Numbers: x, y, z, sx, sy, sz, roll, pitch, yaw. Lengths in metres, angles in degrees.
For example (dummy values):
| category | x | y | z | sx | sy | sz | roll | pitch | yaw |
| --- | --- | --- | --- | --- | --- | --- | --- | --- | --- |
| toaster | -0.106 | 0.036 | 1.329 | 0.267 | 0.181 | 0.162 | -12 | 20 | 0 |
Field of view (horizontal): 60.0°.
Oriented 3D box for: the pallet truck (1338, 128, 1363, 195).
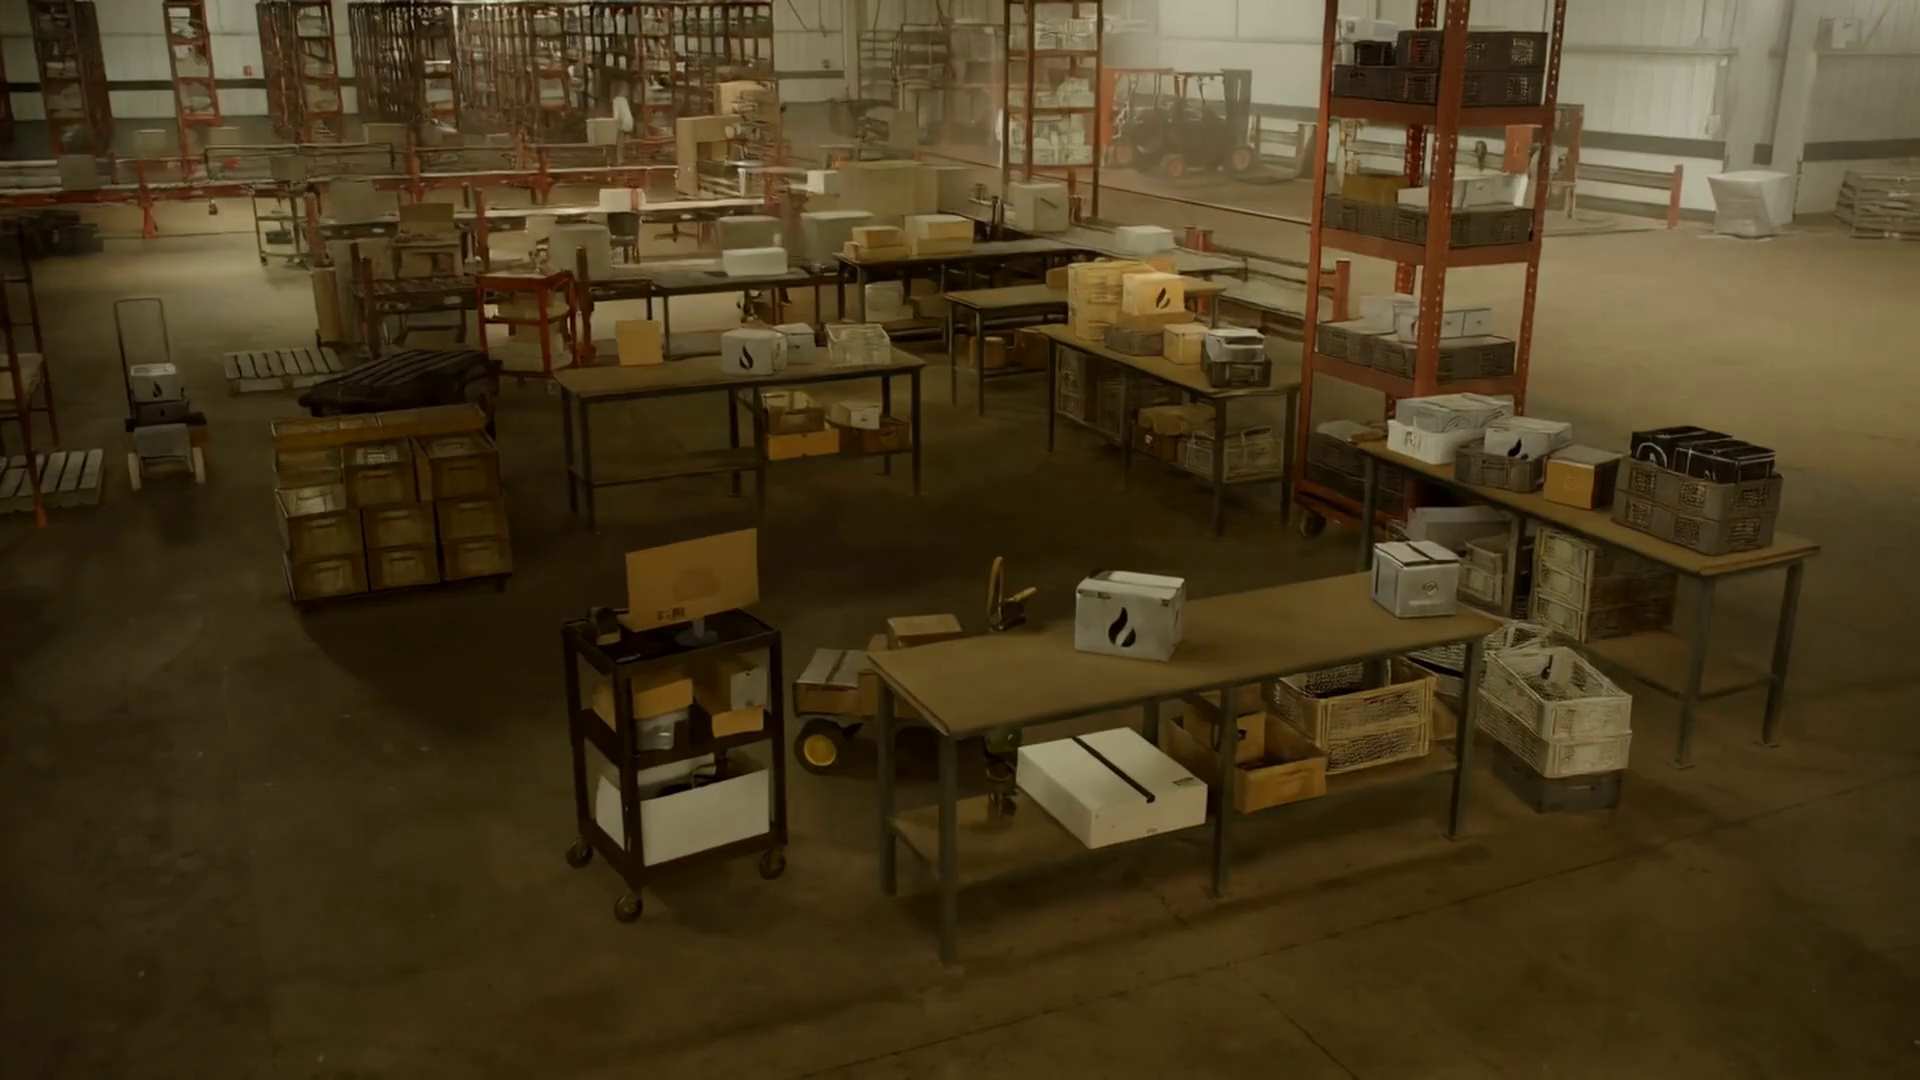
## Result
| category | x | y | z | sx | sy | sz | roll | pitch | yaw |
| --- | --- | --- | --- | --- | --- | --- | --- | --- | --- |
| pallet truck | 7.845 | -7.140 | 31.411 | 1.522 | 1.261 | 0.704 | -9 | 20 | -25 |

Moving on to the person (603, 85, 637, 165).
| category | x | y | z | sx | sy | sz | roll | pitch | yaw |
| --- | --- | --- | --- | --- | --- | --- | --- | --- | --- |
| person | -7.346 | -8.884 | 35.983 | 0.987 | 1.864 | 0.643 | -7 | 19 | -21 |

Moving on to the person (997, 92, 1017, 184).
| category | x | y | z | sx | sy | sz | roll | pitch | yaw |
| --- | --- | --- | --- | --- | --- | --- | --- | --- | --- |
| person | 0.948 | -8.140 | 33.672 | 0.404 | 1.837 | 0.590 | 3 | 18 | 10 |

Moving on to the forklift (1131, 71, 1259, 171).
| category | x | y | z | sx | sy | sz | roll | pitch | yaw |
| --- | --- | --- | --- | --- | --- | --- | --- | --- | --- |
| forklift | 4.998 | -8.936 | 35.413 | 2.680 | 1.987 | 1.157 | -9 | 20 | -25 |

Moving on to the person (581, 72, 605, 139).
| category | x | y | z | sx | sy | sz | roll | pitch | yaw |
| --- | --- | --- | --- | --- | --- | --- | --- | --- | --- |
| person | -10.083 | -11.923 | 45.644 | 0.666 | 1.817 | 0.472 | 2 | 18 | 6 |

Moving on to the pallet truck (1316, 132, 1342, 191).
| category | x | y | z | sx | sy | sz | roll | pitch | yaw |
| --- | --- | --- | --- | --- | --- | --- | --- | --- | --- |
| pallet truck | 7.723 | -7.504 | 32.656 | 1.601 | 1.201 | 0.680 | -8 | 19 | -23 |

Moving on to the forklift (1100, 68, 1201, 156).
| category | x | y | z | sx | sy | sz | roll | pitch | yaw |
| --- | --- | --- | --- | --- | --- | --- | --- | --- | --- |
| forklift | 4.082 | -9.564 | 37.410 | 2.680 | 1.987 | 1.157 | -8 | 19 | -23 |

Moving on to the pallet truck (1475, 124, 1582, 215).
| category | x | y | z | sx | sy | sz | roll | pitch | yaw |
| --- | --- | --- | --- | --- | --- | --- | --- | --- | --- |
| pallet truck | 9.707 | -6.455 | 28.103 | 1.885 | 1.965 | 0.823 | -7 | 19 | -20 |

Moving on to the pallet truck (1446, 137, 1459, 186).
| category | x | y | z | sx | sy | sz | roll | pitch | yaw |
| --- | --- | --- | --- | --- | --- | --- | --- | --- | --- |
| pallet truck | 9.184 | -6.485 | 29.328 | 1.630 | 1.274 | 0.653 | -8 | 19 | -23 |

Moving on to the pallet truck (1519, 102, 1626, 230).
| category | x | y | z | sx | sy | sz | roll | pitch | yaw |
| --- | --- | --- | --- | --- | --- | --- | --- | --- | --- |
| pallet truck | 9.972 | -6.037 | 26.785 | 1.885 | 1.965 | 0.823 | -9 | 20 | -25 |
